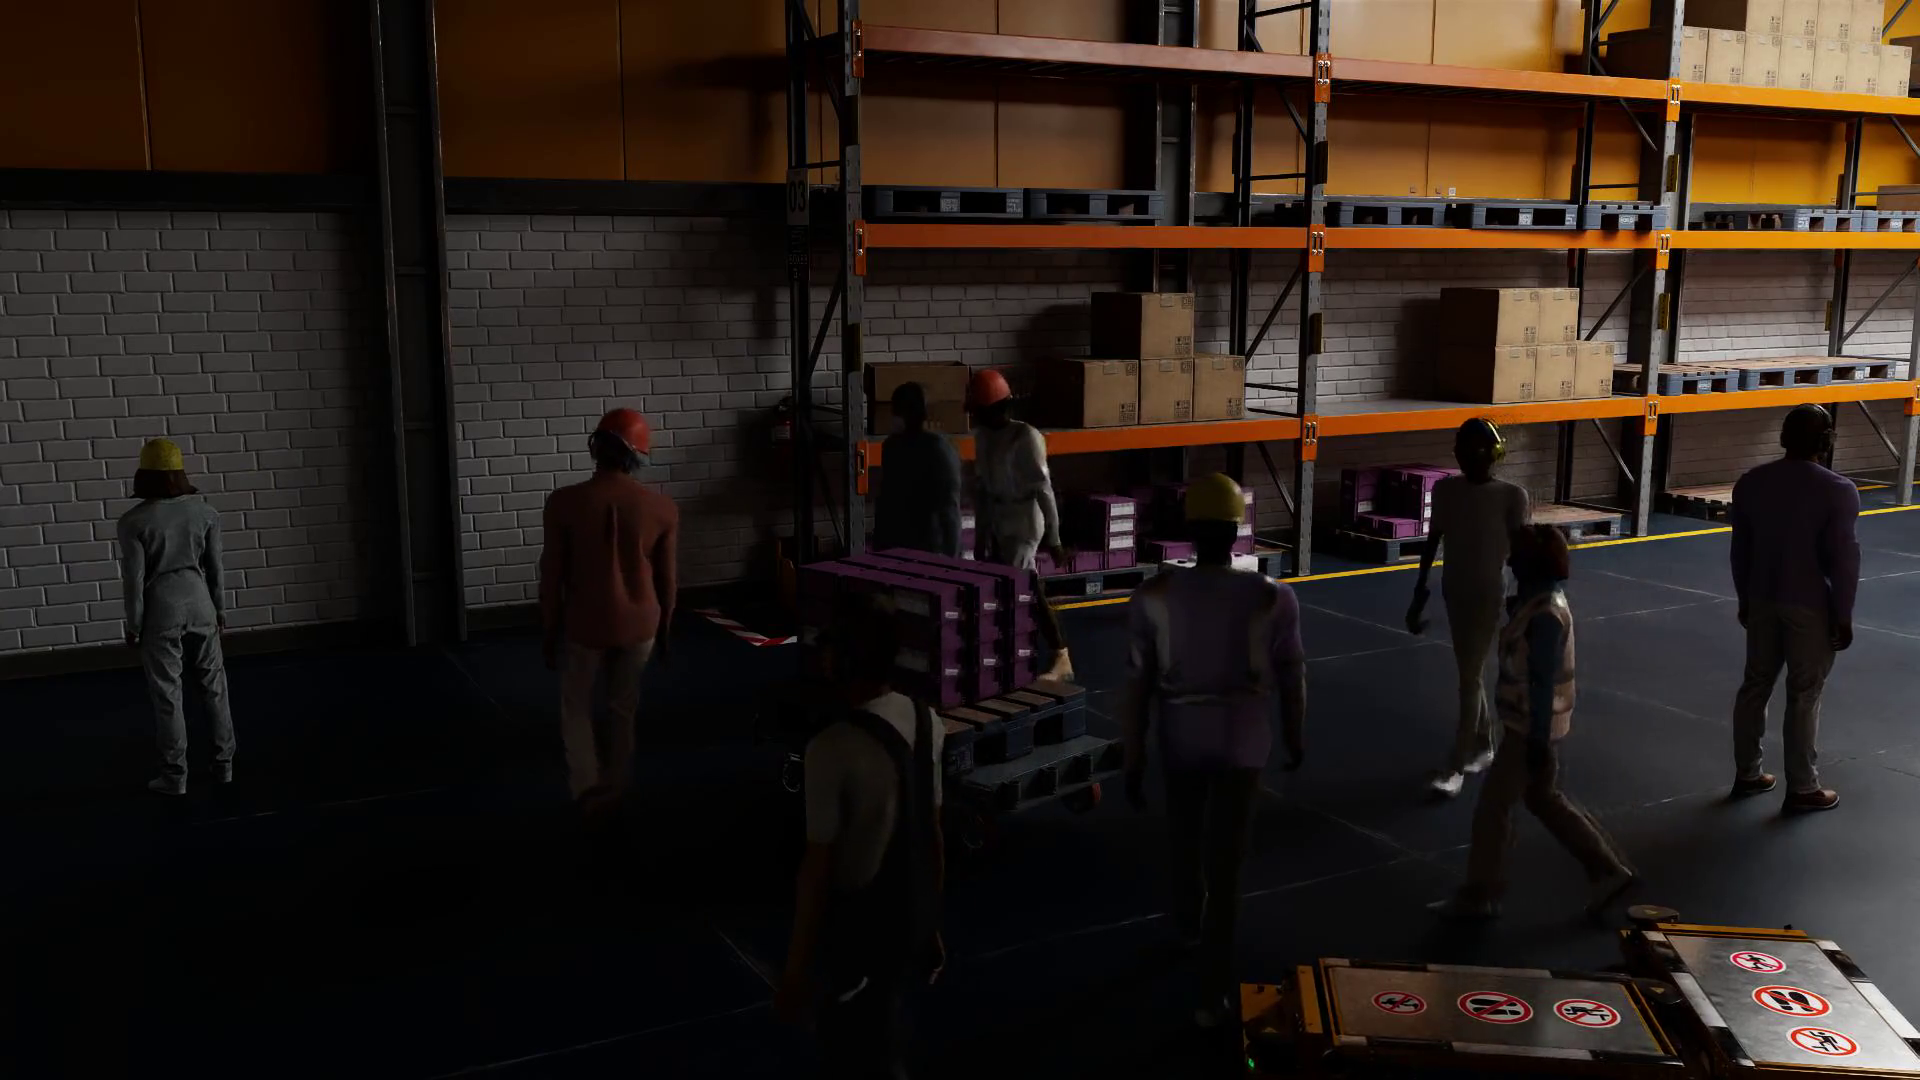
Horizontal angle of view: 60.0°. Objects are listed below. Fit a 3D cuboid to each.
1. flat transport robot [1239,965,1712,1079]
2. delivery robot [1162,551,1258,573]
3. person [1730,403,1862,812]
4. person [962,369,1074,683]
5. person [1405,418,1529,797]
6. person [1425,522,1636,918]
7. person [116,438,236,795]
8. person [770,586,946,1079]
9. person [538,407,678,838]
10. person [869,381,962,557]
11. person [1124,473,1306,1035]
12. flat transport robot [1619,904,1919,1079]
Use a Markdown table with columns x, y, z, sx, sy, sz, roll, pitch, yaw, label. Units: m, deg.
| x | y | z | sx | sy | sz | roll | pitch | yaw | label |
| --- | --- | --- | --- | --- | --- | --- | --- | --- | --- |
| 1.635 | 1.593 | 5.360 | 1.431 | 0.197 | 0.652 | 1 | 10 | 8 | flat transport robot |
| 1.818 | 0.237 | 12.083 | 0.707 | 0.478 | 0.477 | -6 | 12 | -31 | delivery robot |
| 3.958 | 0.318 | 7.913 | 0.372 | 1.939 | 0.631 | -6 | 11 | -30 | person |
| 0.279 | -0.032 | 9.880 | 1.080 | 1.948 | 0.692 | -5 | 11 | -28 | person |
| 2.464 | 0.321 | 8.190 | 0.896 | 1.832 | 0.504 | -9 | 13 | -43 | person |
| 2.294 | 0.723 | 6.527 | 0.751 | 1.611 | 0.525 | 3 | 10 | 18 | person |
| -3.852 | 0.373 | 8.154 | 0.321 | 1.743 | 0.488 | 9 | 13 | 42 | person |
| -0.167 | 1.017 | 4.246 | 0.890 | 1.816 | 0.516 | 5 | 11 | 27 | person |
| -1.551 | 0.394 | 7.413 | 0.626 | 1.956 | 0.517 | -3 | 10 | -19 | person |
| -0.286 | 0.062 | 9.426 | 0.430 | 1.924 | 0.634 | -6 | 11 | -29 | person |
| 0.902 | 0.700 | 5.885 | 0.605 | 1.872 | 0.960 | 3 | 10 | 17 | person |
| 2.695 | 1.572 | 5.484 | 0.652 | 0.197 | 1.431 | 1 | 10 | 8 | flat transport robot |
